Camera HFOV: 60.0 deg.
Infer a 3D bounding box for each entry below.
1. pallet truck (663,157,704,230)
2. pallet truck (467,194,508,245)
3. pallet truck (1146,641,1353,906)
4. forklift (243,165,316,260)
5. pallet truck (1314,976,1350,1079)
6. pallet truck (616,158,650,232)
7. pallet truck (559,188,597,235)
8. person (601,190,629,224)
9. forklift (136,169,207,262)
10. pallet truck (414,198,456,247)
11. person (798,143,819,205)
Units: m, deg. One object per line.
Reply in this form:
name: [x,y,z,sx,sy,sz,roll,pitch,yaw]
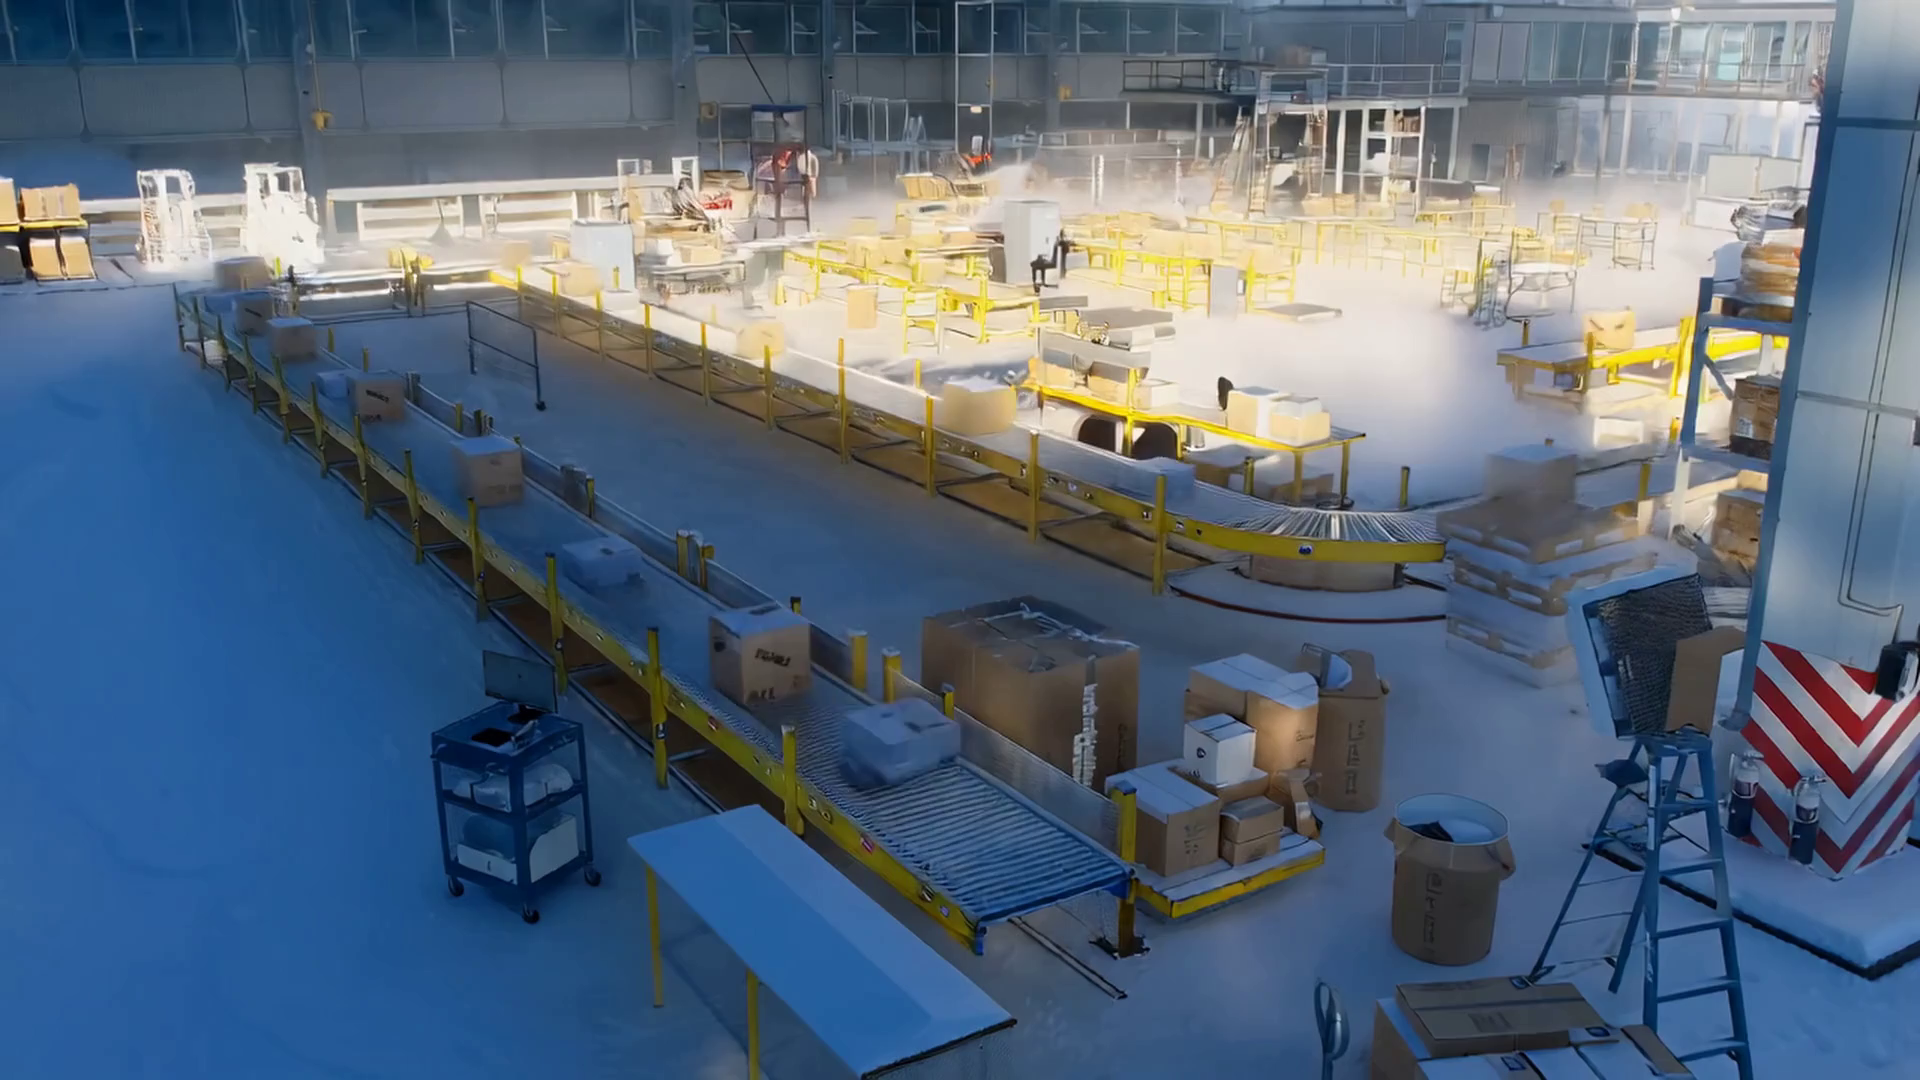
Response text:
pallet truck: [-7.586,-9.308,44.692,0.823,1.965,1.885,-11,20,-33]
pallet truck: [-11.983,-8.177,42.137,0.704,1.261,1.522,-11,20,-33]
pallet truck: [1.664,1.407,10.232,1.630,1.274,0.653,-10,20,-31]
forklift: [-15.898,-7.669,38.708,1.157,1.987,2.680,-11,20,-33]
pallet truck: [2.299,2.390,7.086,1.601,1.201,0.680,-2,17,-7]
pallet truck: [-8.918,-9.176,44.255,0.823,1.965,1.885,-9,19,-27]
pallet truck: [-10.010,-8.652,43.699,0.653,1.274,1.630,-10,20,-31]
person: [-7.011,-6.127,34.030,0.608,2.044,0.370,-13,21,-37]
forklift: [-17.842,-7.318,37.559,1.157,1.987,2.680,-10,20,-31]
pallet truck: [-13.250,-8.060,41.856,0.680,1.201,1.601,-10,20,-31]
person: [-4.727,-11.397,51.801,0.652,1.906,0.405,-2,17,-6]
